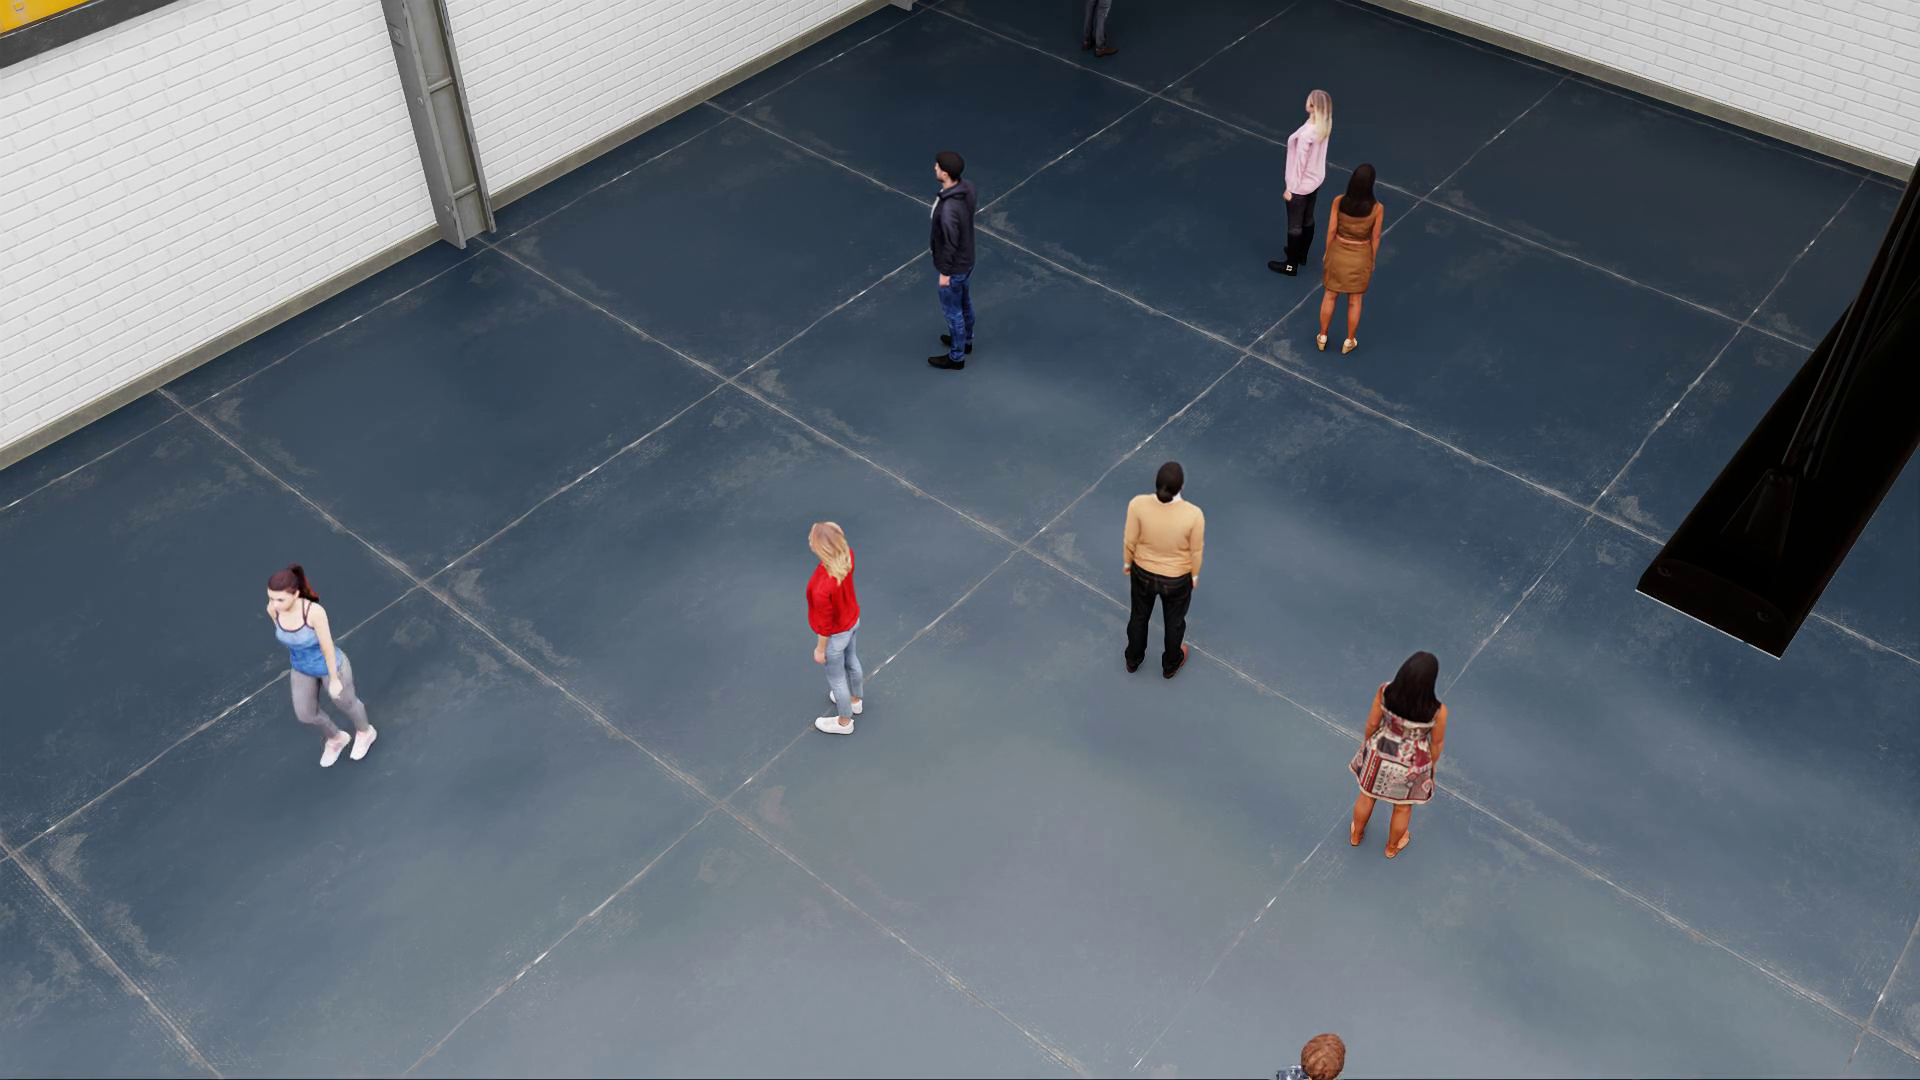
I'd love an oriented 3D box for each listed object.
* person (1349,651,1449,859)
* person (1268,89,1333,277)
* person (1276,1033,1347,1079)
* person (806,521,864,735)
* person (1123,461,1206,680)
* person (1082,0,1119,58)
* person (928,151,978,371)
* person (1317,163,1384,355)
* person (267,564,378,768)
[{"bbox_3d":[2.504,1.229,9.518,0.697,1.645,0.612,19,47,19],"label":"person"},{"bbox_3d":[2.898,-2.996,13.922,0.652,1.688,0.469,29,51,27],"label":"person"},{"bbox_3d":[1.612,2.867,7.972,0.544,1.405,0.960,29,51,27],"label":"person"},{"bbox_3d":[-0.757,0.541,10.197,0.740,1.704,0.565,14,45,14],"label":"person"},{"bbox_3d":[1.274,0.196,10.522,0.743,1.754,0.732,12,45,12],"label":"person"},{"bbox_3d":[1.425,-5.763,16.759,0.617,1.780,0.706,-25,49,-24],"label":"person"},{"bbox_3d":[-0.038,-2.167,12.903,0.814,1.893,0.650,12,45,13],"label":"person"},{"bbox_3d":[3.059,-2.202,13.087,0.622,1.690,0.610,14,45,15],"label":"person"},{"bbox_3d":[-3.841,0.722,10.086,0.685,1.595,0.727,8,44,9],"label":"person"}]
